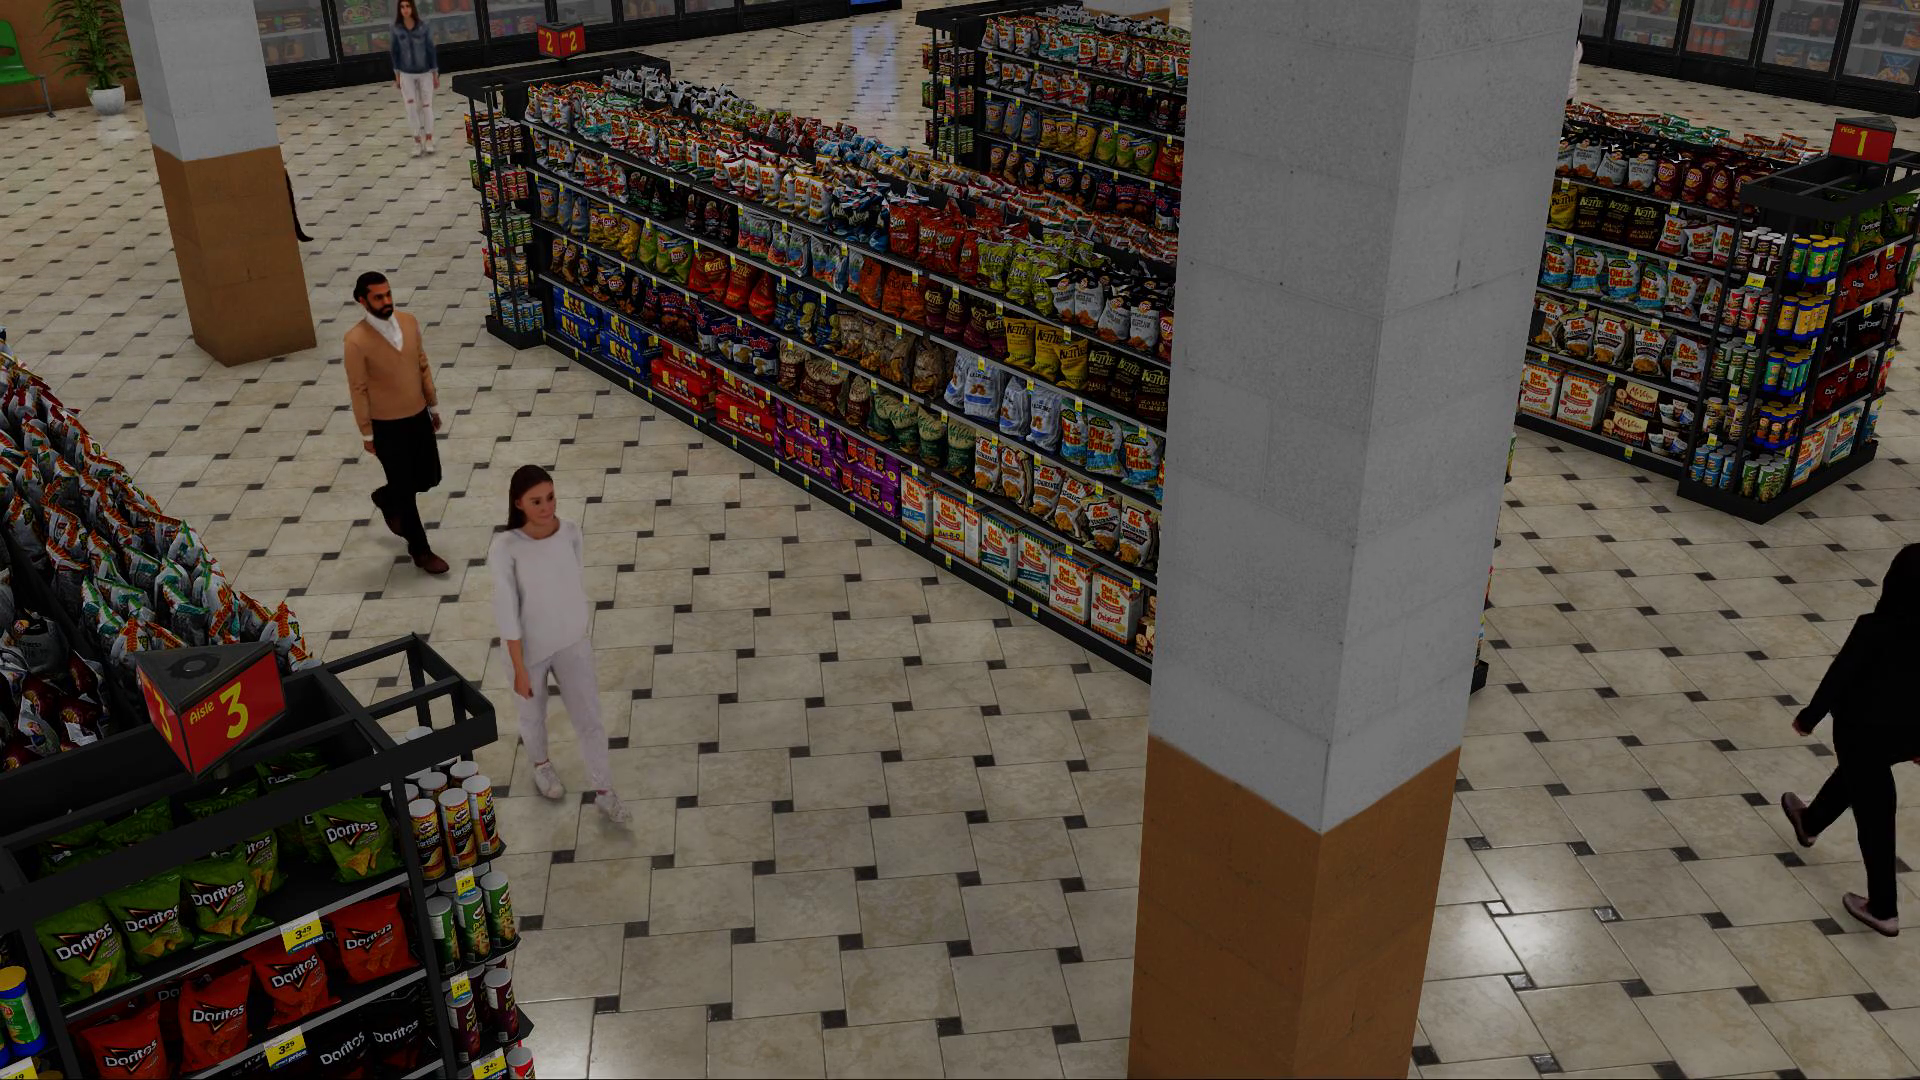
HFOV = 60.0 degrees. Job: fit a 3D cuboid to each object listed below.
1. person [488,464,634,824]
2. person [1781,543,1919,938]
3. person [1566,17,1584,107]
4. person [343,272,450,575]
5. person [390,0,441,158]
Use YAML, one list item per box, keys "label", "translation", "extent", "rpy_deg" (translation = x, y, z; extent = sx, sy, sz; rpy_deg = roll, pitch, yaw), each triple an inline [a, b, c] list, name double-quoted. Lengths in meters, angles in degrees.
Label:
- label: "person"
  translation: [-1.852, 0.429, 7.263]
  extent: [0.634, 1.658, 0.920]
  rpy_deg: [-18, 32, -32]
- label: "person"
  translation: [3.694, 0.821, 6.582]
  extent: [0.982, 1.574, 1.196]
  rpy_deg: [-5, 27, -10]
- label: "person"
  translation: [6.259, -4.657, 17.314]
  extent: [0.633, 1.637, 0.678]
  rpy_deg: [18, 32, 31]
- label: "person"
  translation: [-3.202, -0.682, 9.359]
  extent: [1.047, 1.742, 0.836]
  rpy_deg: [16, 31, 29]
- label: "person"
  translation: [-5.878, -5.034, 18.003]
  extent: [0.810, 1.686, 0.894]
  rpy_deg: [-6, 28, -13]
